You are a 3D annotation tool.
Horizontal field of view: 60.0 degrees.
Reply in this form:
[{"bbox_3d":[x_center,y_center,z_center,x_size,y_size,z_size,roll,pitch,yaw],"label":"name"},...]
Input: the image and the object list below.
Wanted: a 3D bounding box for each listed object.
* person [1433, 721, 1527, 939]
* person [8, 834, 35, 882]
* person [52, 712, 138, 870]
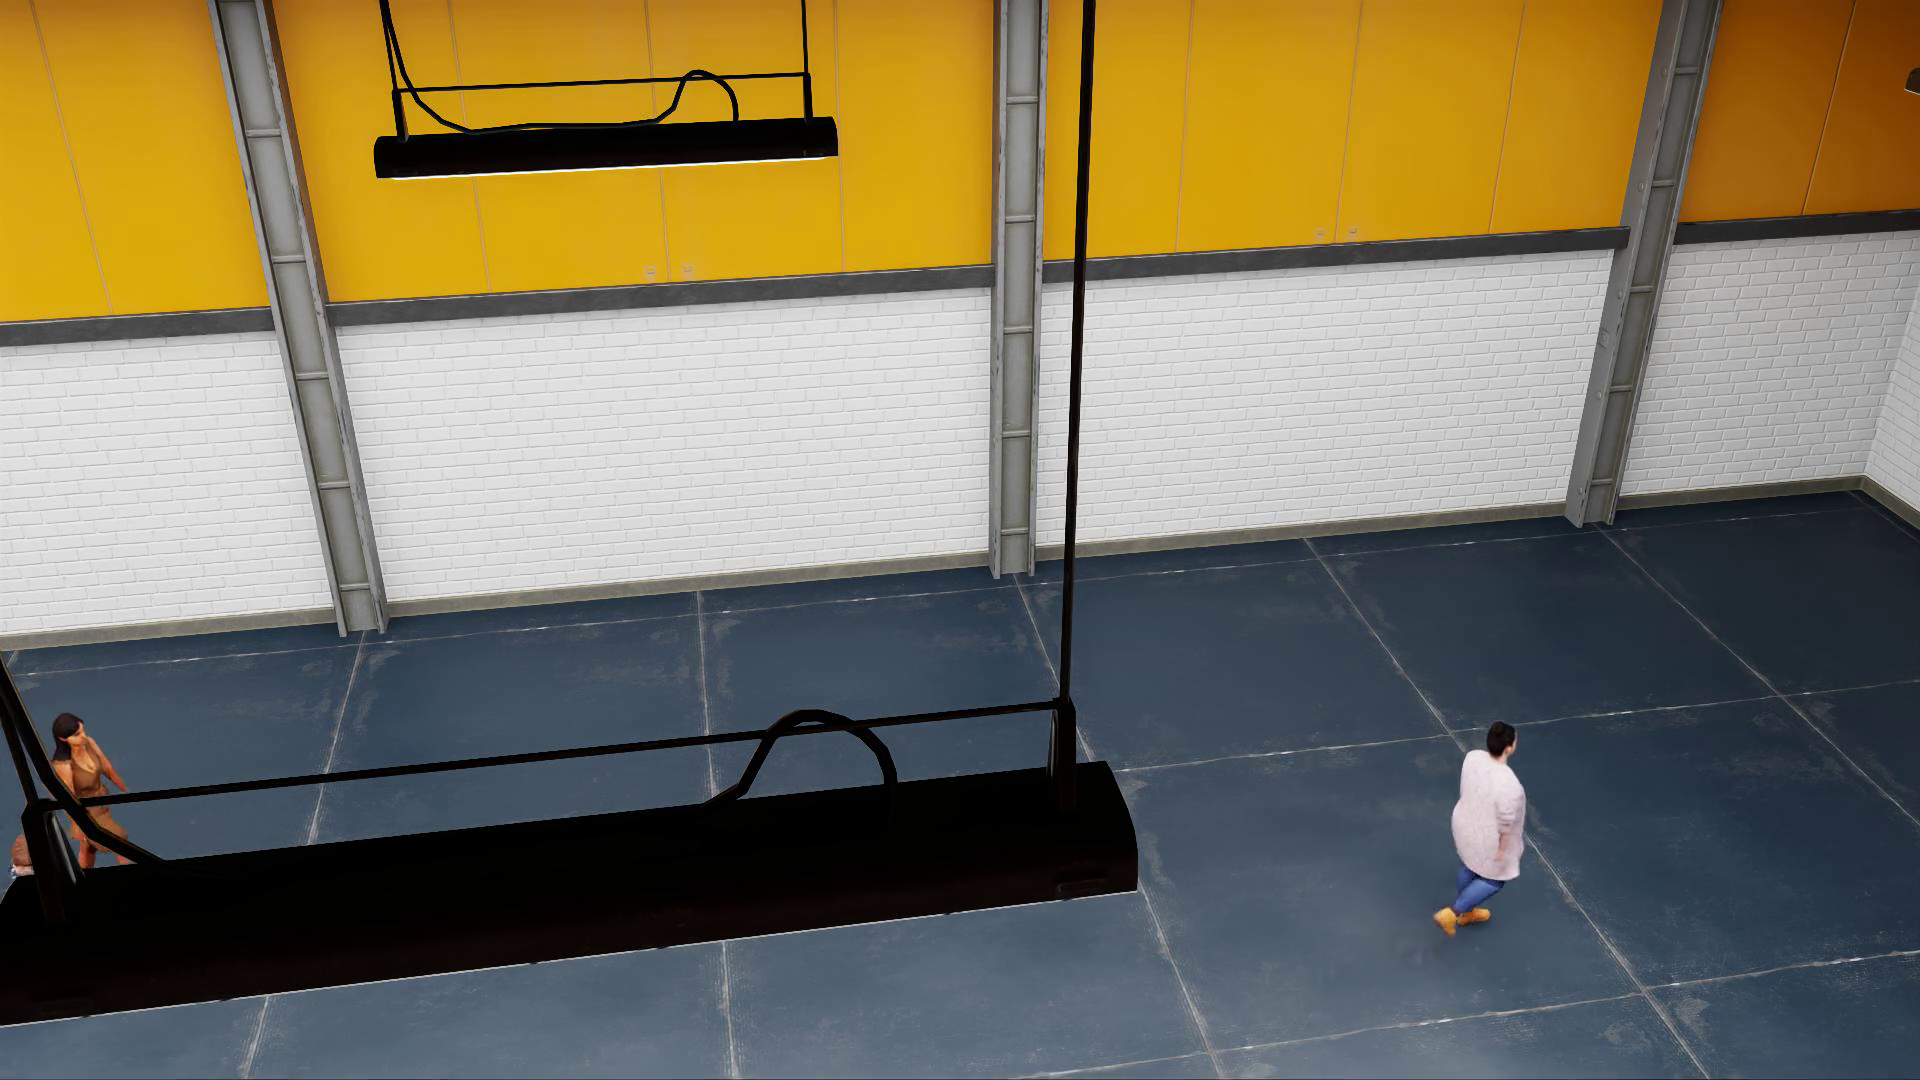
[{"bbox_3d":[3.460,1.962,11.157,0.925,1.728,0.797,-12,31,-21],"label":"person"},{"bbox_3d":[-5.865,2.431,10.630,0.780,1.408,0.713,-25,37,-38],"label":"person"},{"bbox_3d":[-6.021,1.891,11.359,0.907,1.658,0.569,-5,29,-10],"label":"person"}]
